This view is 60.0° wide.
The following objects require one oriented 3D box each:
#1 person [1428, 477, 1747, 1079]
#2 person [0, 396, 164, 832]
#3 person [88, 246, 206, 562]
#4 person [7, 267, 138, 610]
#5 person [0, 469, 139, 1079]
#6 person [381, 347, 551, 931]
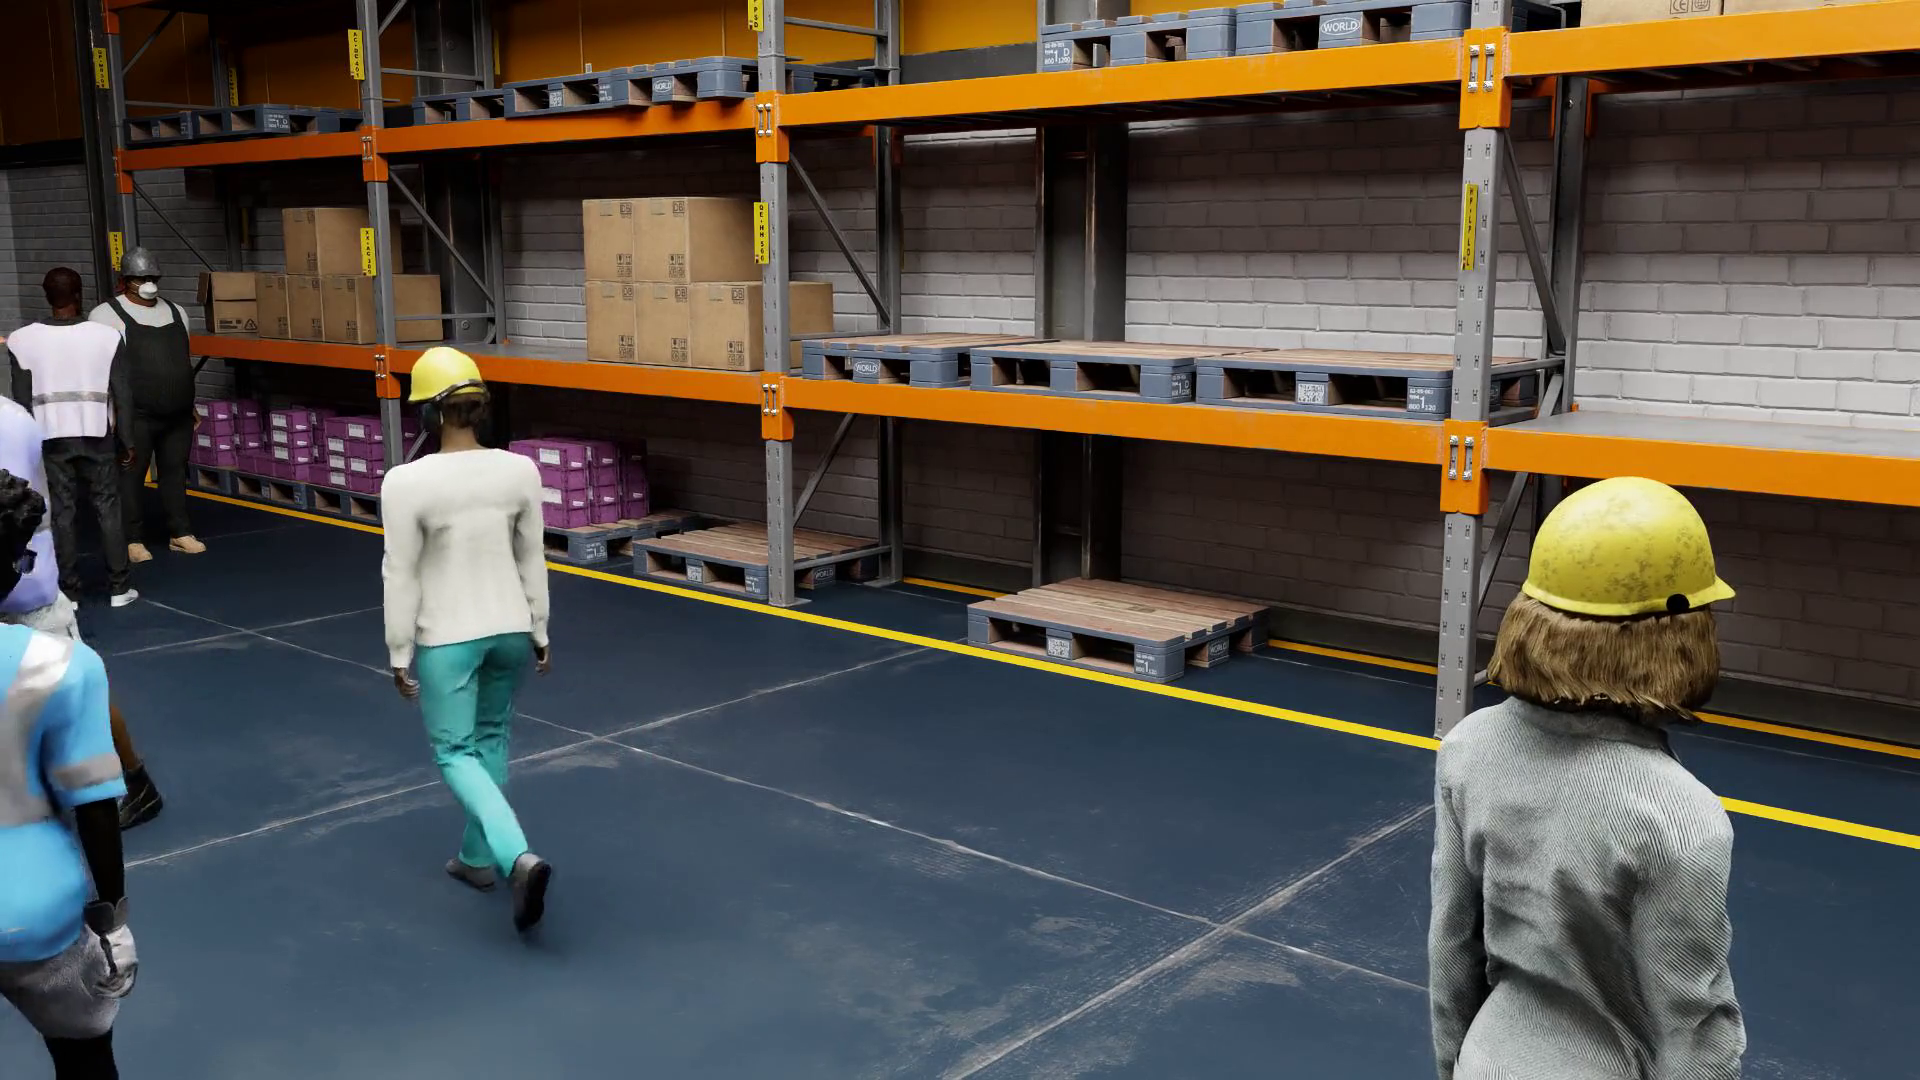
[{"bbox_3d":[0.807,0.784,2.164,0.297,1.745,0.484,-4,11,-22],"label":"person"},{"bbox_3d":[-3.156,0.143,5.459,0.548,1.879,1.023,5,11,27],"label":"person"},{"bbox_3d":[-5.246,-0.888,10.836,0.538,2.000,0.689,6,12,32],"label":"person"},{"bbox_3d":[-4.946,-0.559,9.314,0.592,1.916,0.375,-4,11,-24],"label":"person"},{"bbox_3d":[-1.797,0.693,3.017,0.556,1.629,0.787,-3,10,-14],"label":"person"},{"bbox_3d":[-1.438,0.293,4.997,0.749,1.736,0.525,10,14,44],"label":"person"}]
